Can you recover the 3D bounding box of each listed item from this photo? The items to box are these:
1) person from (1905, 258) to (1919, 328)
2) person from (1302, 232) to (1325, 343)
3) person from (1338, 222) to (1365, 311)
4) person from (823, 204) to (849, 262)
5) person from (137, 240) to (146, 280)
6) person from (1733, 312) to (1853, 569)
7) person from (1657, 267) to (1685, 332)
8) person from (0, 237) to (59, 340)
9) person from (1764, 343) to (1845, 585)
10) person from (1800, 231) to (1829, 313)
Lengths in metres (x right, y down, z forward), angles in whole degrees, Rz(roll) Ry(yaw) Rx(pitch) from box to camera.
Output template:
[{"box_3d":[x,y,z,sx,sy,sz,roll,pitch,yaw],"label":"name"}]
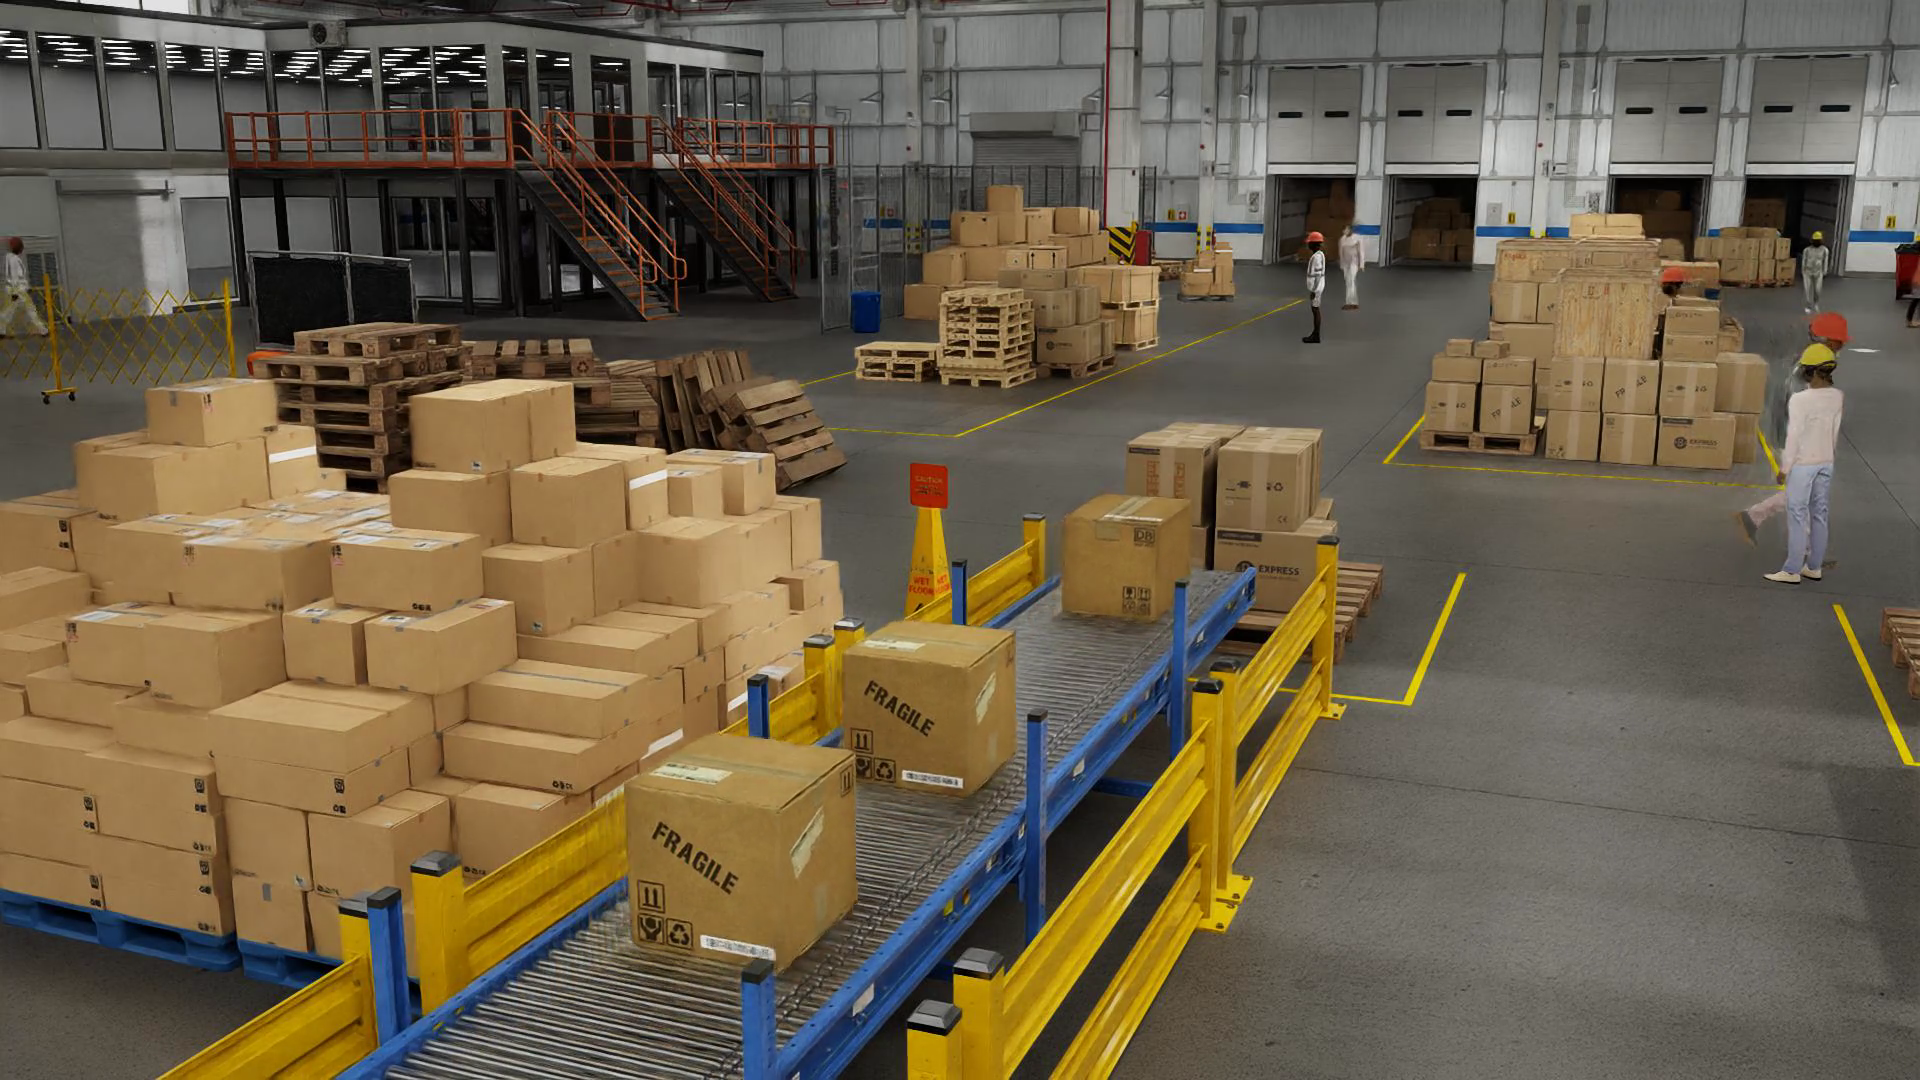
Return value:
[{"box_3d":[18.487,-4.892,31.882,0.624,1.654,0.524,0,13,-2],"label":"person"},{"box_3d":[6.202,-4.418,29.134,0.361,1.939,0.542,3,13,12],"label":"person"},{"box_3d":[8.398,-5.912,35.952,0.787,1.891,0.645,-8,15,-32],"label":"person"},{"box_3d":[-4.112,-10.053,54.517,0.886,1.900,0.594,2,13,10],"label":"person"},{"box_3d":[-20.495,-7.068,41.748,0.525,1.595,0.801,2,13,7],"label":"person"},{"box_3d":[6.413,-0.769,12.737,0.686,1.961,0.626,8,15,31],"label":"person"},{"box_3d":[8.399,-2.258,19.551,0.967,1.899,0.557,5,13,21],"label":"person"},{"box_3d":[-16.785,-4.473,29.664,0.985,1.830,0.560,-10,16,-39],"label":"person"},{"box_3d":[6.205,-0.553,12.191,0.525,1.769,0.313,-6,14,-25],"label":"person"},{"box_3d":[18.065,-5.664,35.199,0.488,1.728,0.351,7,14,29],"label":"person"}]
